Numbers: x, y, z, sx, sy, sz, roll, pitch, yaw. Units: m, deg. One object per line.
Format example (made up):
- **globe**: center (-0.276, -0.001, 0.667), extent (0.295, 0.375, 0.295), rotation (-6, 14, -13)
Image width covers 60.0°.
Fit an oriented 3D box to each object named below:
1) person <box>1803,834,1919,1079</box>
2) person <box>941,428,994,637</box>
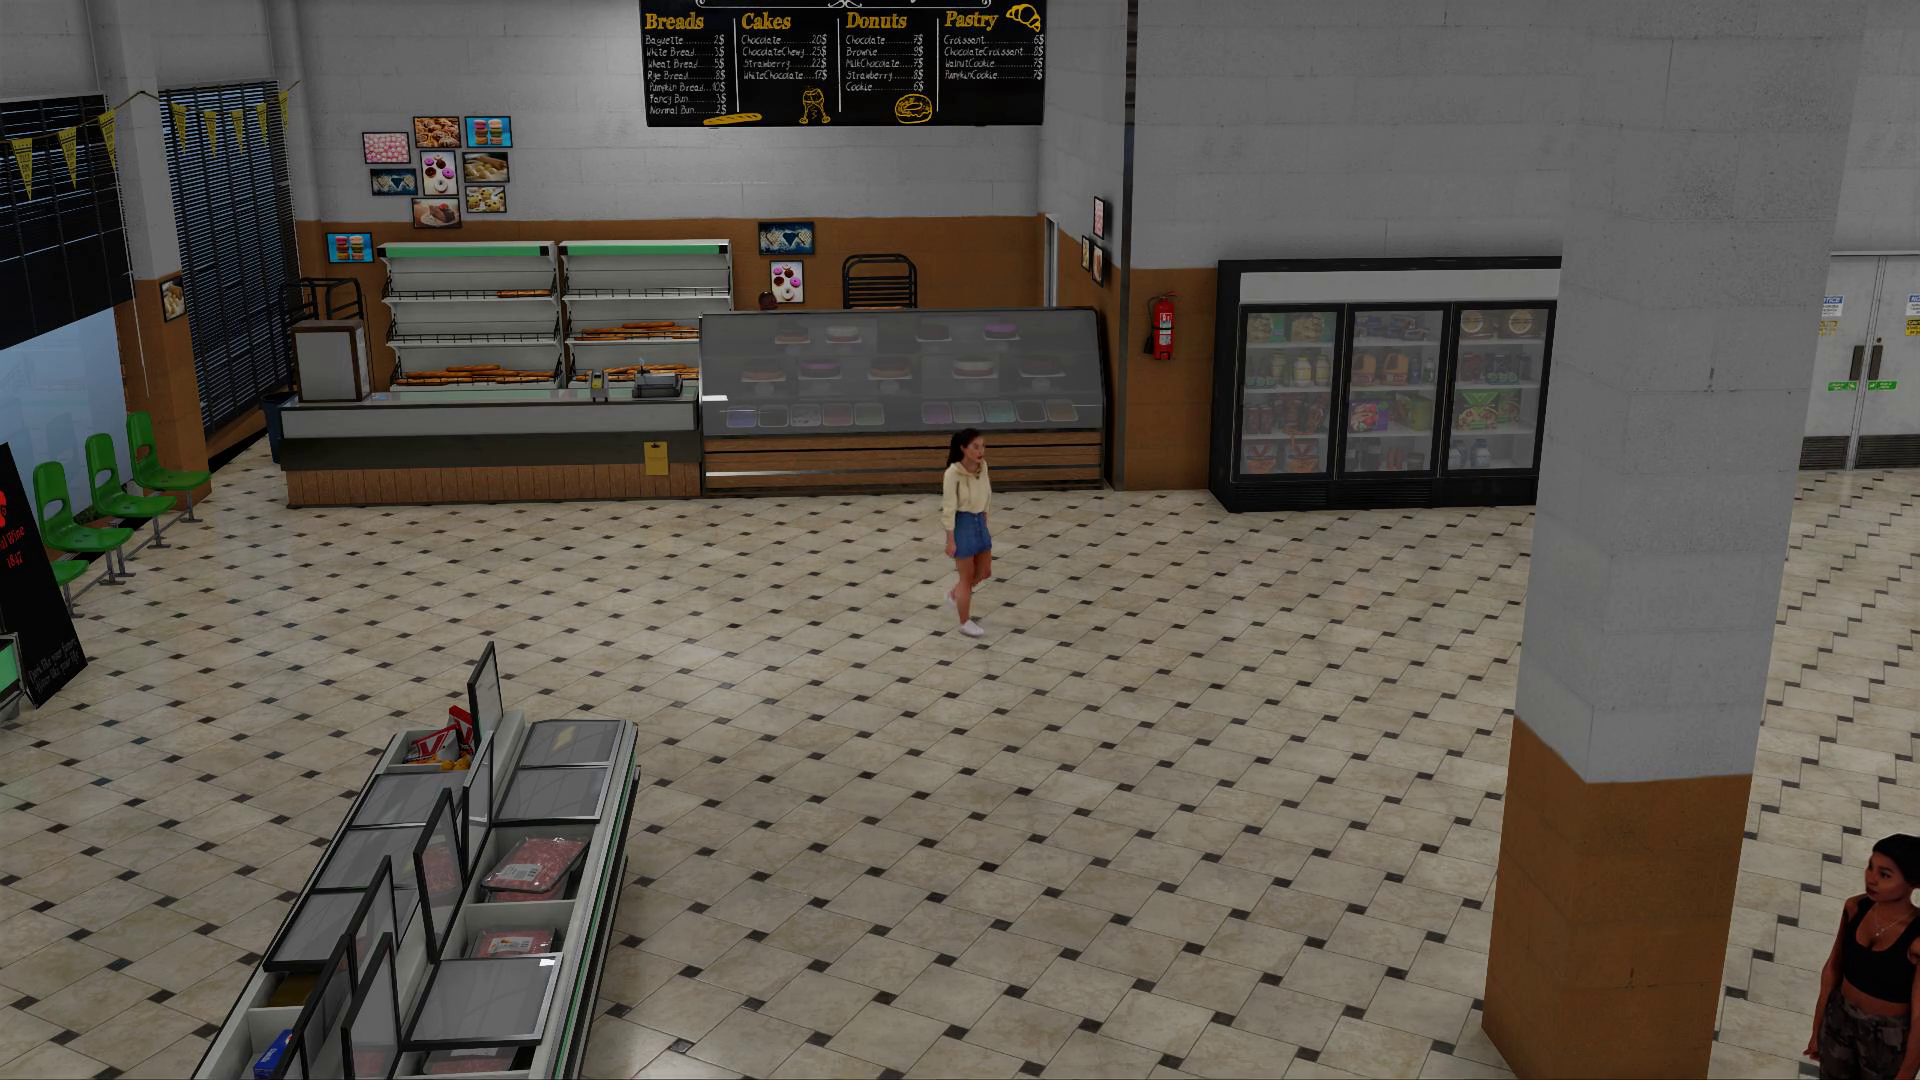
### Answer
- **person**: center (3.337, 1.848, 6.089), extent (0.696, 1.700, 0.542), rotation (-6, 18, -20)
- **person**: center (-0.011, -0.073, 12.555), extent (0.869, 1.619, 0.810), rotation (14, 22, 39)
